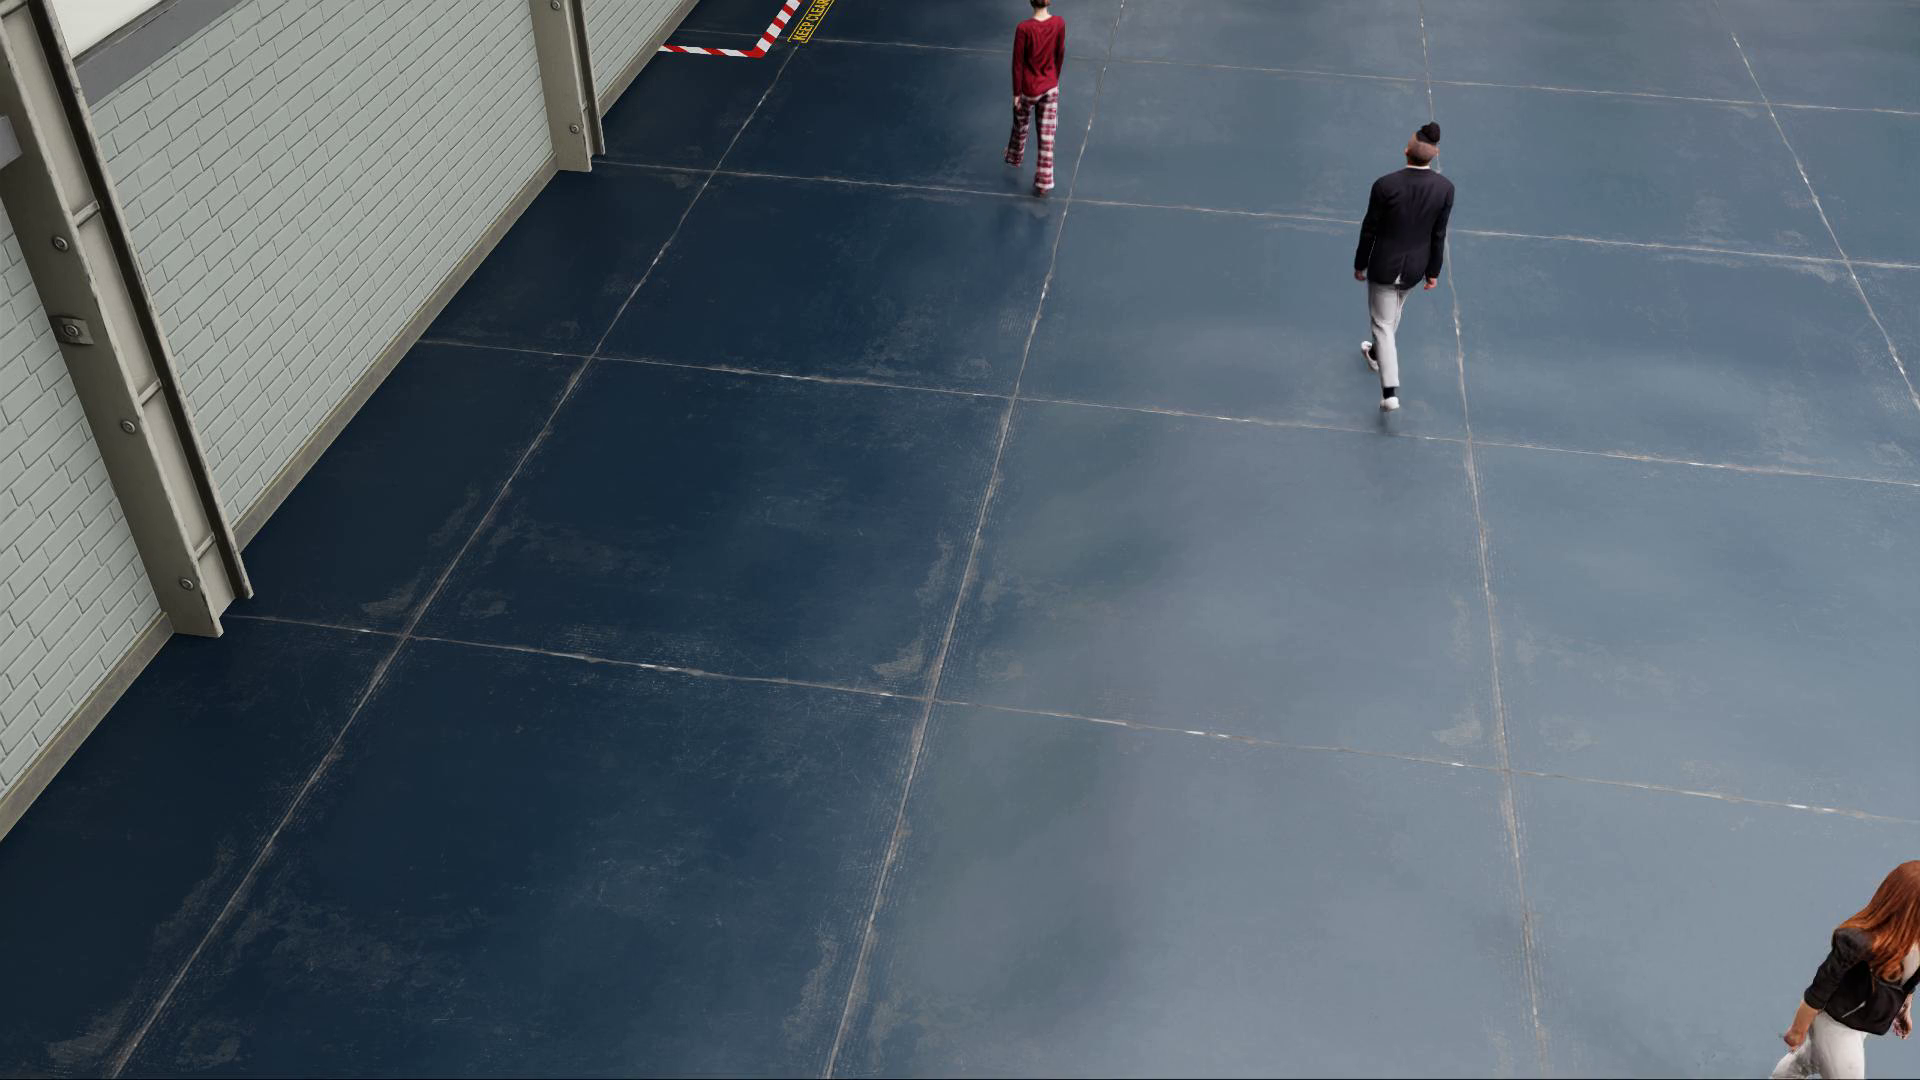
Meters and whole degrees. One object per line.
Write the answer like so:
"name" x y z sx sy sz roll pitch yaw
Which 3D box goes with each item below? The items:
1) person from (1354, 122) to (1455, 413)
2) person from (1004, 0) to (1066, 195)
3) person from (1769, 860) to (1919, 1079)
"person" 2.830 -1.719 10.654 0.913 1.914 1.307 -3 38 -3
"person" 0.649 -3.557 13.207 0.951 1.665 1.115 -13 40 -16
"person" 3.329 1.766 6.385 0.722 1.687 0.785 -25 44 -28
